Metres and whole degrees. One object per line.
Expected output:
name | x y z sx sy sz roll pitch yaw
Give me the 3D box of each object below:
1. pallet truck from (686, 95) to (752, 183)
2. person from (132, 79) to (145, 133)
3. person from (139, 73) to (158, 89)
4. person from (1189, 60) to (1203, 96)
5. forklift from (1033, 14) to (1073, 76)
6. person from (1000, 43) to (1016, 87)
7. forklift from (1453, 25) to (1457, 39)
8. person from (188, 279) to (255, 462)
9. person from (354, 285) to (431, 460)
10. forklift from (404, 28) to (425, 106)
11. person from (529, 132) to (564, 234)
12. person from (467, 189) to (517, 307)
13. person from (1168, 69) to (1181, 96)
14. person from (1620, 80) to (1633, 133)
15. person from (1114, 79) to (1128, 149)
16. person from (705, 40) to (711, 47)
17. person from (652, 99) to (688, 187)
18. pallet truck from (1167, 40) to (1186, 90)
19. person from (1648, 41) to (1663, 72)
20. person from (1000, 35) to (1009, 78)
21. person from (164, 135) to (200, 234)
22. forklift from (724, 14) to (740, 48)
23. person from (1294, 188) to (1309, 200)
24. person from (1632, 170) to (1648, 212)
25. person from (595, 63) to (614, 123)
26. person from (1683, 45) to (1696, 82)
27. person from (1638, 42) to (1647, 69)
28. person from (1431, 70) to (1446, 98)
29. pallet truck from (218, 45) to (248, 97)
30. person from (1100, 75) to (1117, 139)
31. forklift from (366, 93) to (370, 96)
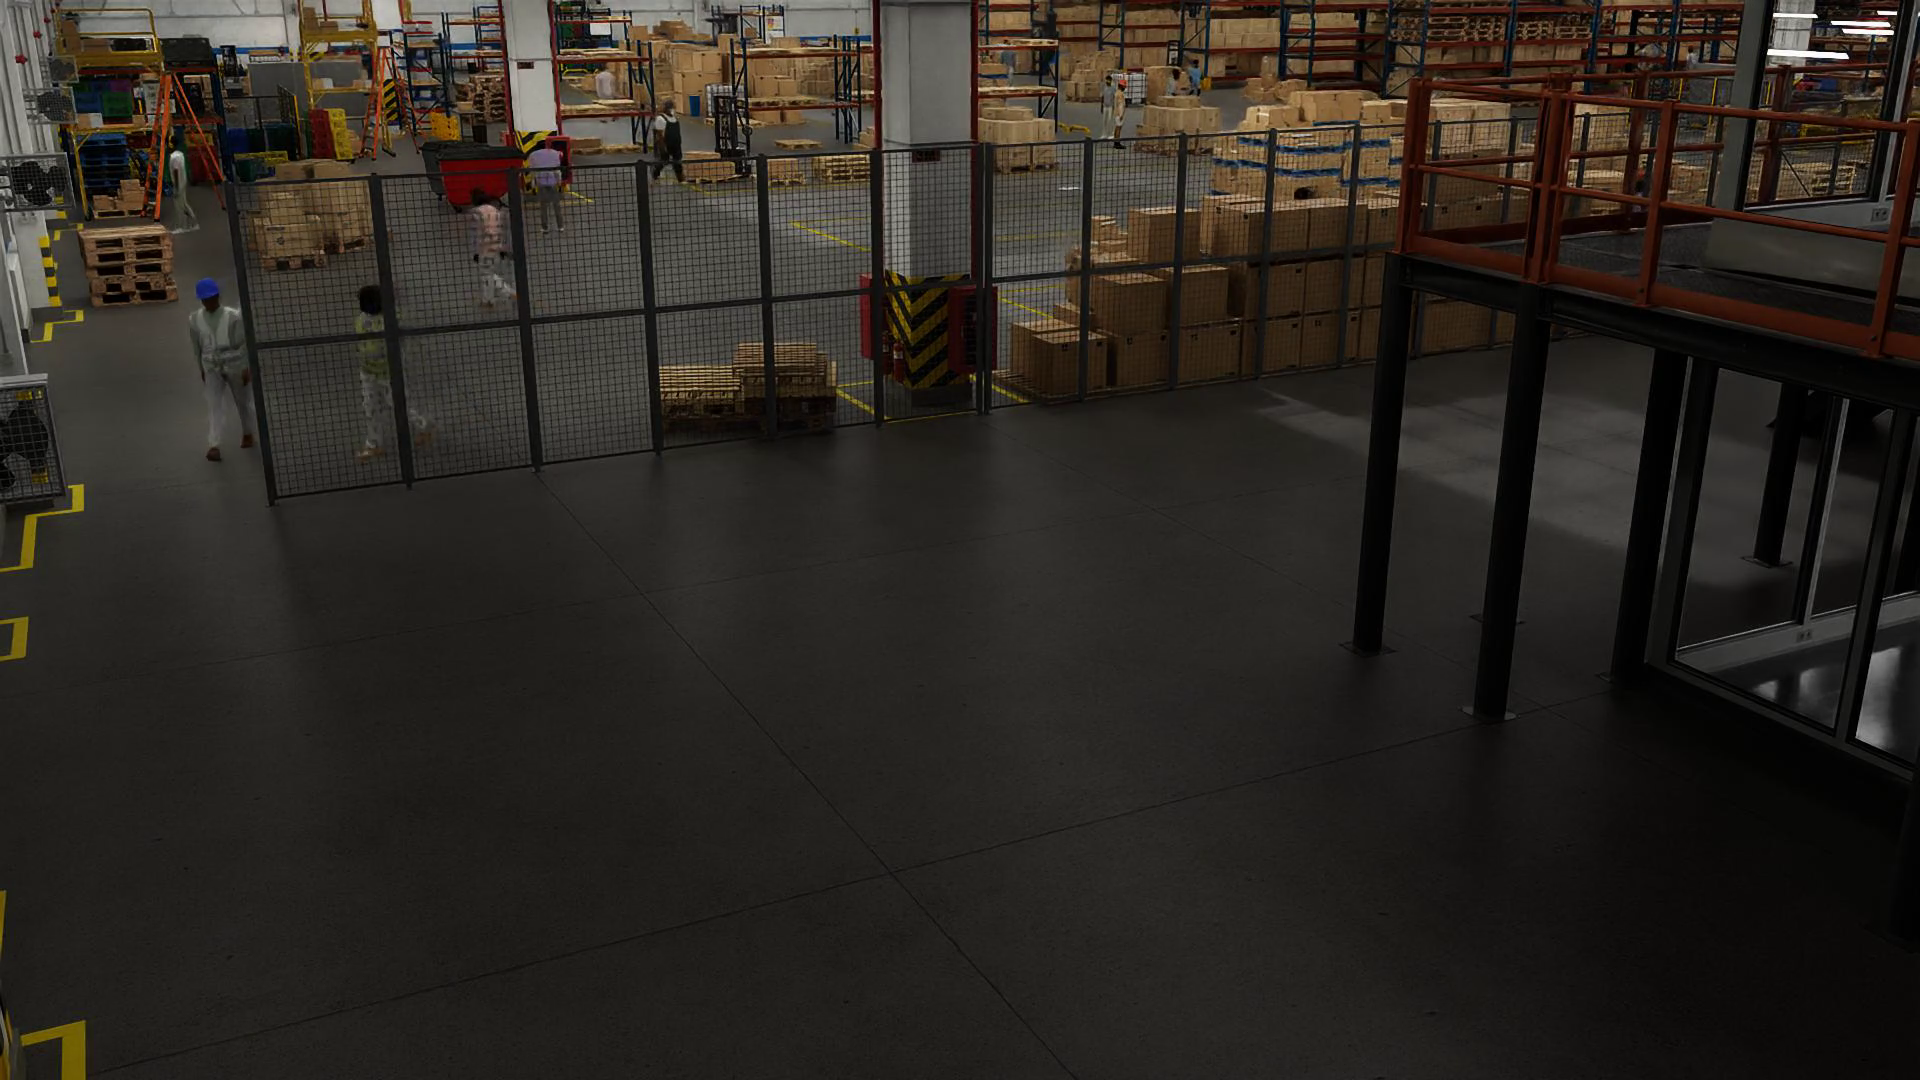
pallet truck | -5.836 -9.608 39.856 0.823 1.965 1.885 10 22 27
person | -25.374 -13.403 51.412 0.521 1.632 0.314 5 20 15
person | -28.381 -15.904 58.250 0.599 1.898 0.810 -5 20 -14
person | 8.756 -17.082 62.030 0.552 1.661 0.732 -4 20 -13
forklift | 4.317 -23.223 77.990 1.873 2.768 1.129 -1 19 -3
person | 1.996 -19.577 68.842 0.637 1.936 0.356 3 19 9
forklift | 18.651 -18.232 63.520 1.873 2.768 1.129 -9 21 -25
person | -7.701 -1.791 17.374 0.606 1.882 1.043 -3 19 -9
person | -6.027 -1.781 17.430 0.627 1.823 0.782 10 22 27
forklift | -19.747 -17.124 60.310 1.873 2.768 1.129 5 20 14
person | -7.987 -6.894 32.117 0.587 1.913 0.418 -8 21 -22
person | -6.993 -4.341 24.893 0.798 1.806 0.646 8 21 22
person | 6.699 -13.768 52.031 0.417 1.919 0.767 5 20 13
person | 20.429 -13.437 51.324 0.470 1.746 0.563 6 20 18
person | 4.542 -12.044 47.024 0.372 1.928 0.543 -1 19 -3
person | -10.828 -20.518 71.601 0.661 1.913 0.795 -6 20 -17
person | -6.851 -9.323 38.962 0.876 2.000 0.686 17 25 40
pallet truck | 9.045 -19.971 69.895 0.823 1.965 1.885 -3 19 -8
person | 32.737 -22.655 78.002 0.919 1.783 0.612 3 19 9
person | 2.105 -22.276 76.691 0.560 1.918 0.499 -9 21 -25
person | -15.071 -6.840 32.047 0.359 1.878 0.545 -2 19 -4
forklift | -10.654 -23.186 77.882 1.873 2.768 1.129 -10 22 -28
person | 4.968 -4.219 24.438 1.012 1.864 0.599 -11 22 -29
person | 10.581 -4.870 26.223 0.490 1.922 0.544 1 19 3
person | -11.668 -14.671 54.644 0.651 1.921 0.509 -14 24 -35
person | 30.028 -19.373 68.346 0.545 1.902 0.988 -10 21 -26
person | 28.225 -19.664 68.967 0.428 2.031 0.607 8 21 23
person | 16.218 -15.137 56.484 0.541 1.593 0.863 0 19 -1
pallet truck | -28.879 -18.665 66.111 0.823 1.965 1.885 -3 19 -9
person | 4.440 -12.941 49.733 0.512 1.859 0.321 14 23 35
forklift | -22.514 -19.021 65.808 1.129 2.768 1.873 14 23 35
